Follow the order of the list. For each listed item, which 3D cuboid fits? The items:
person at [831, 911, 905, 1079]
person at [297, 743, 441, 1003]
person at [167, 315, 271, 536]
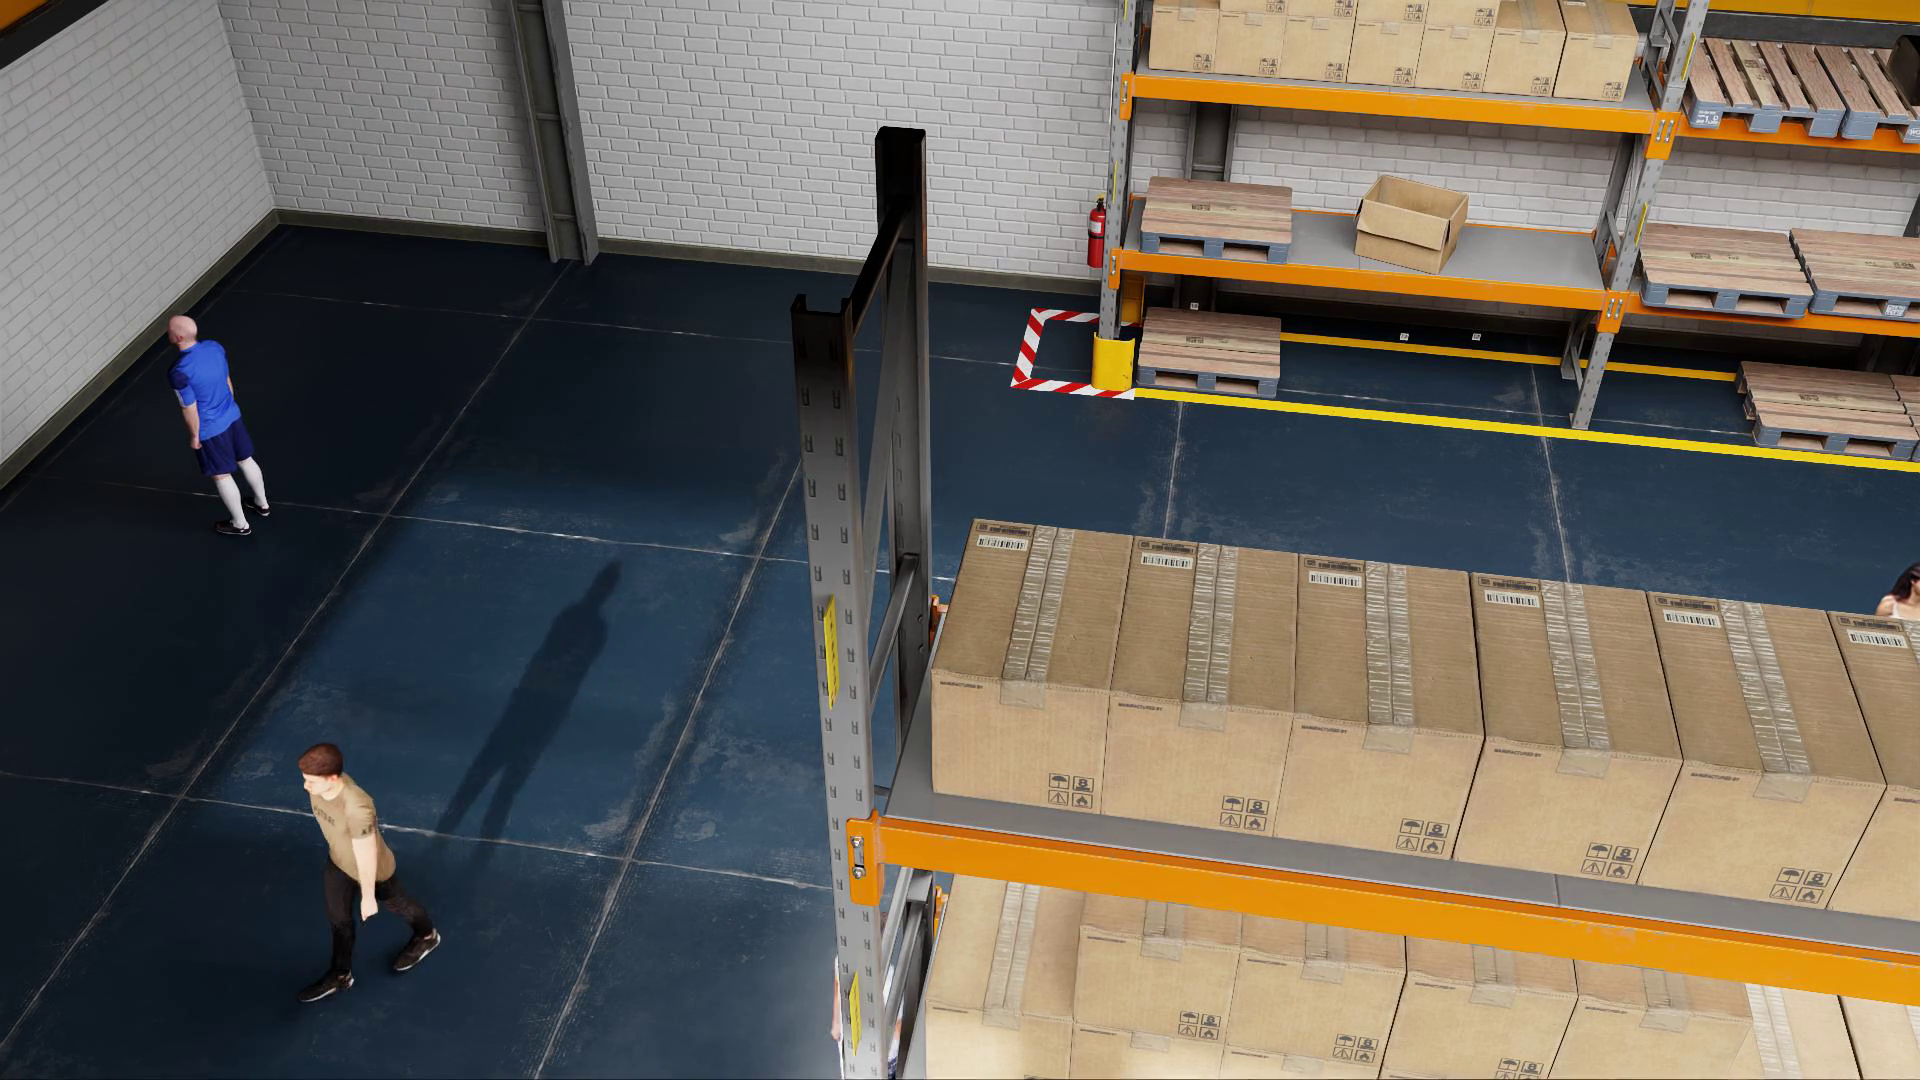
[{"bbox_3d":[-0.511,2.522,8.109,1.182,1.823,1.122,-24,45,-27],"label":"person"},{"bbox_3d":[-3.198,1.719,9.113,1.103,1.825,1.045,26,45,29],"label":"person"},{"bbox_3d":[-5.529,-0.867,12.337,0.616,1.842,0.704,12,40,15],"label":"person"}]
